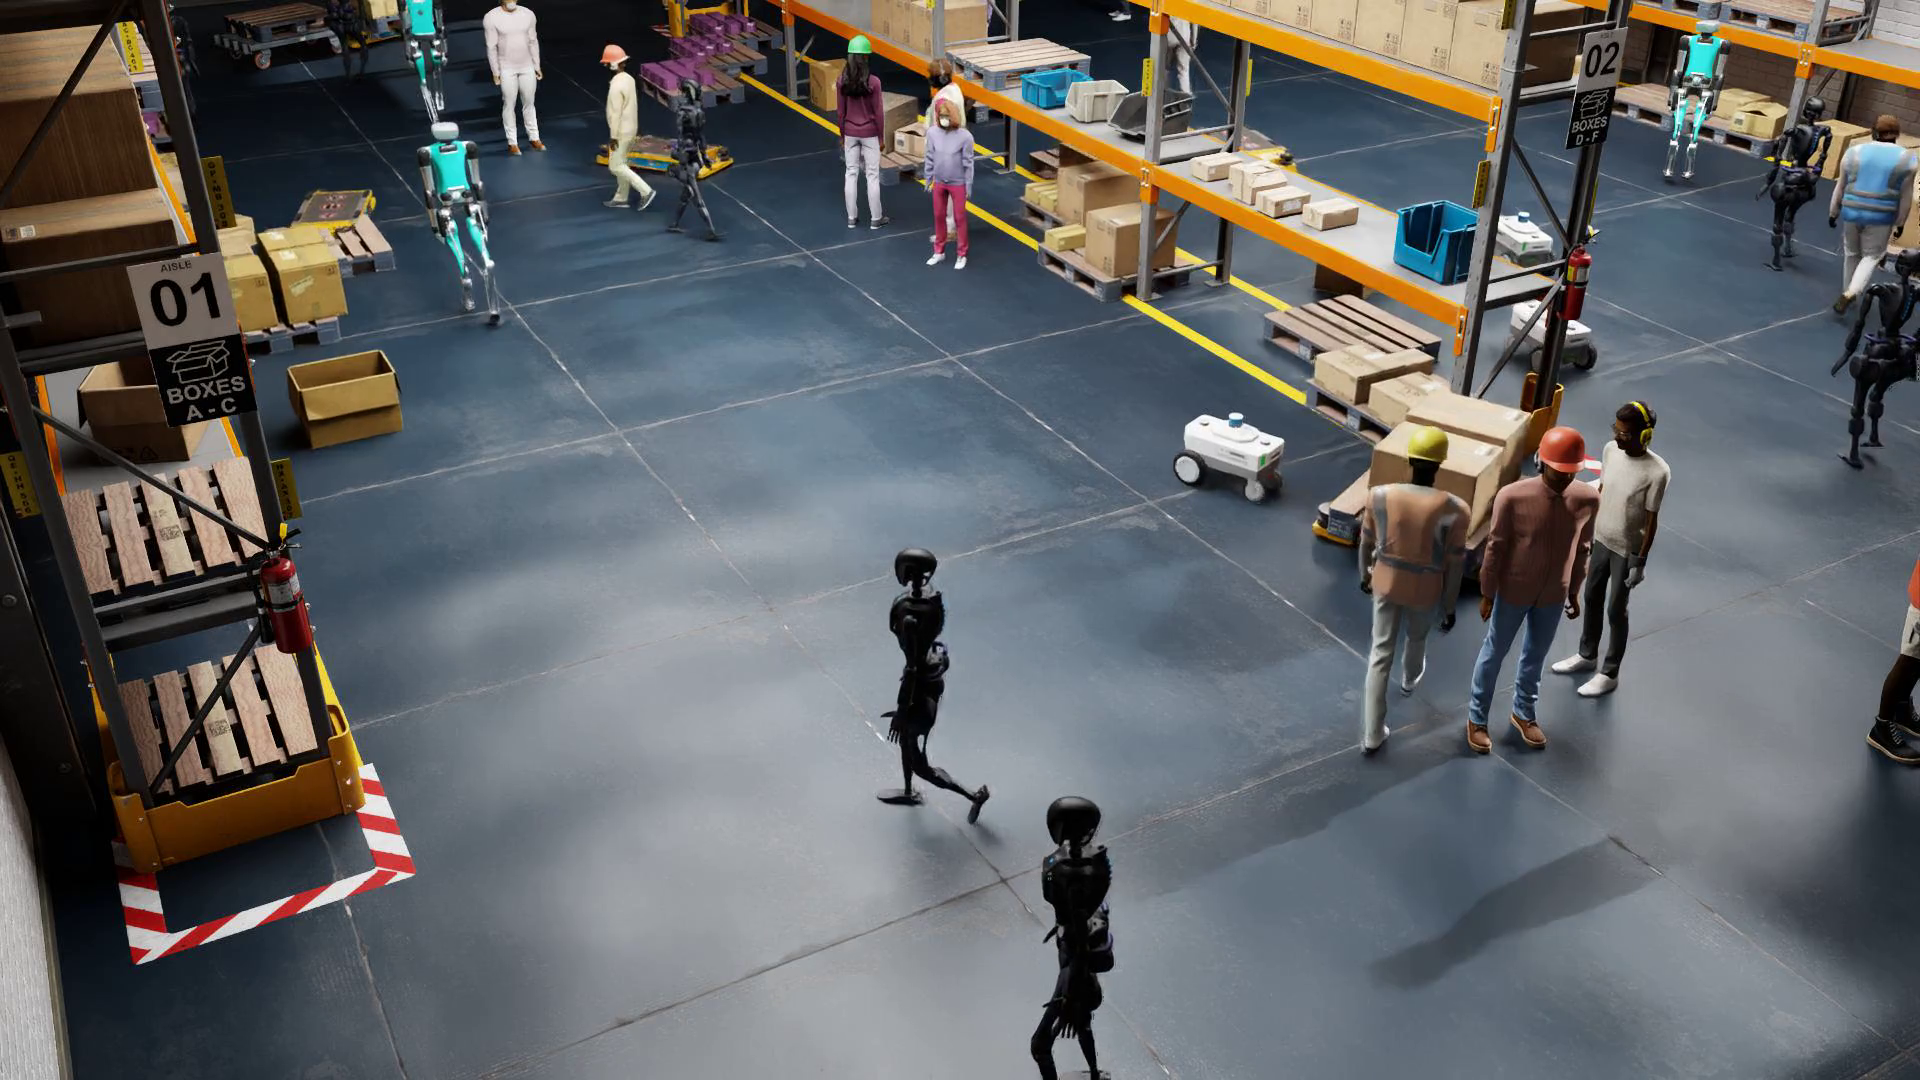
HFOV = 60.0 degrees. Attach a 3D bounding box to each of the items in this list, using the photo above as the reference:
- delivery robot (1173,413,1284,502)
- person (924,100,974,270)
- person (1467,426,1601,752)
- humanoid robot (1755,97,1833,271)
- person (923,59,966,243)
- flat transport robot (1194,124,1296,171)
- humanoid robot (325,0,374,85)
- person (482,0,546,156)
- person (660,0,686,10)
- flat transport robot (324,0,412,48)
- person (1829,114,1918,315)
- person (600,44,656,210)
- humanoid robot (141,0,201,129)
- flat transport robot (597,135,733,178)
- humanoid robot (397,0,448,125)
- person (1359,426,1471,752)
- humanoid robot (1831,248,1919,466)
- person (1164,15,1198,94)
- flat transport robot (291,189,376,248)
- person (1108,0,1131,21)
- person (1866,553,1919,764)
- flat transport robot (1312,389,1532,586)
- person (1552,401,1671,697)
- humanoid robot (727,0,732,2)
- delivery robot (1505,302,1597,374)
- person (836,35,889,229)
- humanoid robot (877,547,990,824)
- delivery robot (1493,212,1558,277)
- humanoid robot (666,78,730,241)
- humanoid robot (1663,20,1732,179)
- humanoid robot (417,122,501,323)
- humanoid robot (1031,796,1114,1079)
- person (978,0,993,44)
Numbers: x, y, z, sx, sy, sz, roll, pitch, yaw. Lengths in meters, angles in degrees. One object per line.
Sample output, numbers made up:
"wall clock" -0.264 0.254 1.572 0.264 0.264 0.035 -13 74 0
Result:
"delivery robot" 1.990 -0.647 12.260 0.796 0.606 0.499 22 36 33
"person" -0.107 -3.420 15.992 0.503 1.631 0.273 12 32 20
"person" 3.166 0.274 9.202 0.609 1.995 0.376 -3 30 -6
"humanoid robot" 7.987 -3.422 15.956 0.603 1.650 0.366 -4 30 -8
"person" -0.153 -3.892 16.634 0.432 1.826 0.661 -1 30 -1
"flat transport robot" 3.276 -4.537 19.307 0.659 0.231 1.431 -9 31 -16
"humanoid robot" -8.118 -6.869 21.963 0.589 1.642 0.425 7 31 12
"person" -5.124 -5.441 19.210 0.628 1.937 0.373 -19 35 -30
"person" -4.554 -9.178 25.903 0.562 1.742 0.335 -8 31 -14
"flat transport robot" -8.551 -7.495 24.457 0.659 0.231 1.431 20 35 31
"person" 8.120 -2.887 14.905 0.655 1.804 0.746 24 37 35
"person" -3.544 -4.302 17.421 0.562 1.735 0.594 1 30 2
"humanoid robot" -9.472 -5.715 19.959 0.593 1.640 0.577 -15 33 -25
"flat transport robot" -3.383 -4.398 19.066 1.431 0.231 0.659 13 32 22
"humanoid robot" -6.593 -6.086 20.550 0.546 1.764 0.947 -9 31 -15
"person" 2.533 0.233 9.402 0.597 1.855 1.031 12 32 20
"humanoid robot" 6.850 -1.351 12.350 0.612 1.652 0.407 0 30 -1
"person" 2.696 -6.226 20.651 0.575 1.863 0.908 -4 30 -7
"flat transport robot" -6.478 -3.319 17.188 0.659 0.231 1.431 -5 30 -8
"person" 2.458 -8.844 25.233 0.331 1.838 0.518 -1 30 -2
"person" 5.442 0.310 9.173 0.602 1.961 0.368 -26 39 -37
"flat transport robot" 3.231 -0.043 11.485 1.431 0.231 0.659 20 35 30
"person" 3.825 0.045 9.744 0.352 1.856 0.516 -12 32 -20
"humanoid robot" -3.522 -8.828 25.404 0.779 1.888 0.548 -13 32 -21
"delivery robot" 5.015 -1.756 14.171 0.499 0.585 0.765 -10 31 -17
"person" -1.004 -4.126 16.913 0.488 1.944 0.432 8 31 13
"humanoid robot" -0.141 0.750 8.699 0.592 1.640 0.586 3 30 6
"delivery robot" 5.420 -2.880 16.129 0.499 0.587 0.766 -6 30 -10
"humanoid robot" -2.673 -3.822 16.694 0.779 1.624 0.598 8 31 14
"humanoid robot" 7.942 -4.743 18.062 0.533 1.673 0.735 14 33 23
"humanoid robot" -4.359 -2.733 14.737 0.530 1.768 1.003 -16 33 -25
"humanoid robot" 0.463 1.733 6.976 0.424 1.646 0.614 -1 30 -1
"person" 0.129 -6.791 21.588 0.640 1.910 0.404 -16 33 -25
